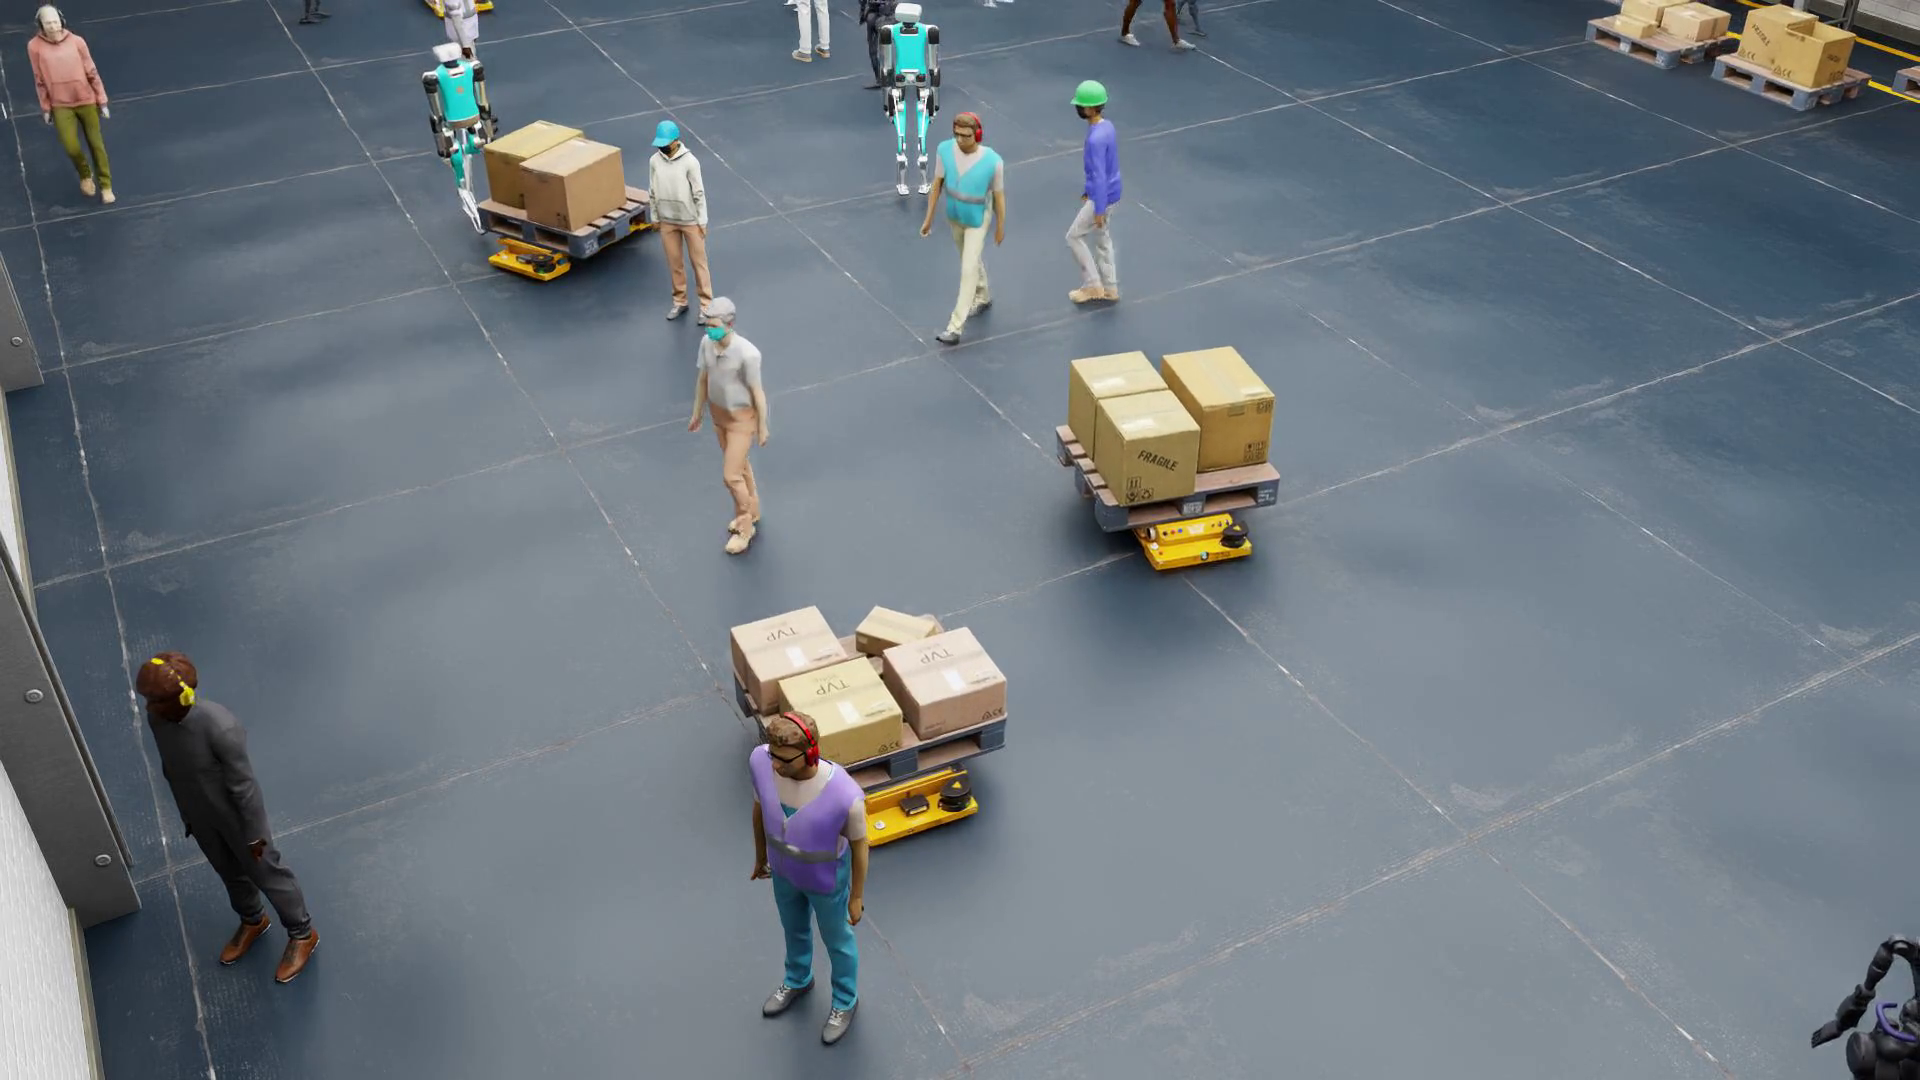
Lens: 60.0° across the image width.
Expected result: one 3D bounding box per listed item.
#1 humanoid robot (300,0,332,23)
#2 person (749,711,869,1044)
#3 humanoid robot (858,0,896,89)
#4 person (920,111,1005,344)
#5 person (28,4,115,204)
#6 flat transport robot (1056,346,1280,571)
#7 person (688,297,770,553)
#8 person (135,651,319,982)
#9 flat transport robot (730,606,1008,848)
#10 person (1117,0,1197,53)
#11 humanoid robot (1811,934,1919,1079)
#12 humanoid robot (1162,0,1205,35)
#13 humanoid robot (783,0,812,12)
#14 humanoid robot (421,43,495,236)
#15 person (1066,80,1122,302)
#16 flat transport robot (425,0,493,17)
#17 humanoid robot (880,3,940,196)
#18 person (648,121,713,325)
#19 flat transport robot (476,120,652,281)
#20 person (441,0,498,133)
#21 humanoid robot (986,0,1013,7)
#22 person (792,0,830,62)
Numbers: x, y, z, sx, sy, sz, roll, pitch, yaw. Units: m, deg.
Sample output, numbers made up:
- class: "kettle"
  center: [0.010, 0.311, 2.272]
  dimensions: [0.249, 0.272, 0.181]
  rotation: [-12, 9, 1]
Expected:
- class: "humanoid robot"
  center: [-7.582, -6.821, 19.231]
  dimensions: [0.429, 1.632, 0.615]
  rotation: [-6, 35, -9]
- class: "person"
  center: [-0.649, 1.444, 7.280]
  dimensions: [0.568, 1.843, 0.373]
  rotation: [19, 39, 24]
- class: "humanoid robot"
  center: [-0.866, -5.486, 17.322]
  dimensions: [0.316, 1.649, 0.608]
  rotation: [-21, 40, -28]
- class: "person"
  center: [0.015, -2.434, 12.861]
  dimensions: [0.591, 1.793, 0.966]
  rotation: [23, 41, 29]
- class: "person"
  center: [-7.935, -3.895, 14.920]
  dimensions: [0.554, 1.823, 0.439]
  rotation: [-16, 38, -22]
- class: "flat transport robot"
  center: [1.366, -0.309, 11.156]
  dimensions: [0.659, 0.231, 1.431]
  rotation: [-9, 36, -13]
- class: "person"
  center: [-1.497, -0.737, 10.497]
  dimensions: [0.481, 1.729, 0.594]
  rotation: [27, 43, 33]
- class: "person"
  center: [-3.341, 1.245, 7.553]
  dimensions: [0.486, 1.866, 0.349]
  rotation: [13, 37, 17]
- class: "flat transport robot"
  center: [-0.497, 1.089, 9.161]
  dimensions: [0.659, 0.231, 1.431]
  rotation: [-15, 38, -20]
- class: "person"
  center: [2.170, -6.313, 18.330]
  dimensions: [1.008, 1.873, 0.579]
  rotation: [25, 42, 31]
- class: "humanoid robot"
  center: [3.785, 2.038, 6.634]
  dimensions: [0.600, 1.639, 0.785]
  rotation: [7, 36, 10]
- class: "humanoid robot"
  center: [2.581, -6.645, 18.998]
  dimensions: [0.696, 1.638, 0.608]
  rotation: [22, 40, 28]
- class: "humanoid robot"
  center: [-1.850, -7.050, 19.385]
  dimensions: [0.735, 1.677, 0.533]
  rotation: [-19, 39, -25]
- class: "humanoid robot"
  center: [-4.354, -3.492, 14.427]
  dimensions: [0.547, 1.730, 1.038]
  rotation: [-22, 41, -28]
- class: "person"
  center: [1.069, -2.737, 13.252]
  dimensions: [0.531, 1.846, 0.541]
  rotation: [6, 35, 9]
- class: "flat transport robot"
  center: [-6.235, -6.701, 20.284]
  dimensions: [0.659, 0.231, 1.431]
  rotation: [-18, 39, -24]
- class: "humanoid robot"
  center: [-0.446, -3.860, 14.831]
  dimensions: [0.533, 1.677, 0.735]
  rotation: [1, 35, 1]
- class: "person"
  center: [-2.206, -2.491, 13.056]
  dimensions: [0.480, 1.665, 0.392]
  rotation: [9, 36, 12]
- class: "flat transport robot"
  center: [-3.380, -2.670, 14.527]
  dimensions: [0.659, 0.231, 1.431]
  rotation: [19, 39, 25]
- class: "person"
  center: [-4.870, -4.992, 16.392]
  dimensions: [0.354, 1.936, 0.543]
  rotation: [-7, 36, -9]
- class: "humanoid robot"
  center: [0.438, -7.240, 19.793]
  dimensions: [0.676, 1.818, 0.539]
  rotation: [16, 38, 21]
- class: "person"
  center: [-1.658, -6.185, 18.141]
  dimensions: [0.574, 1.884, 0.356]
  rotation: [-22, 41, -29]
